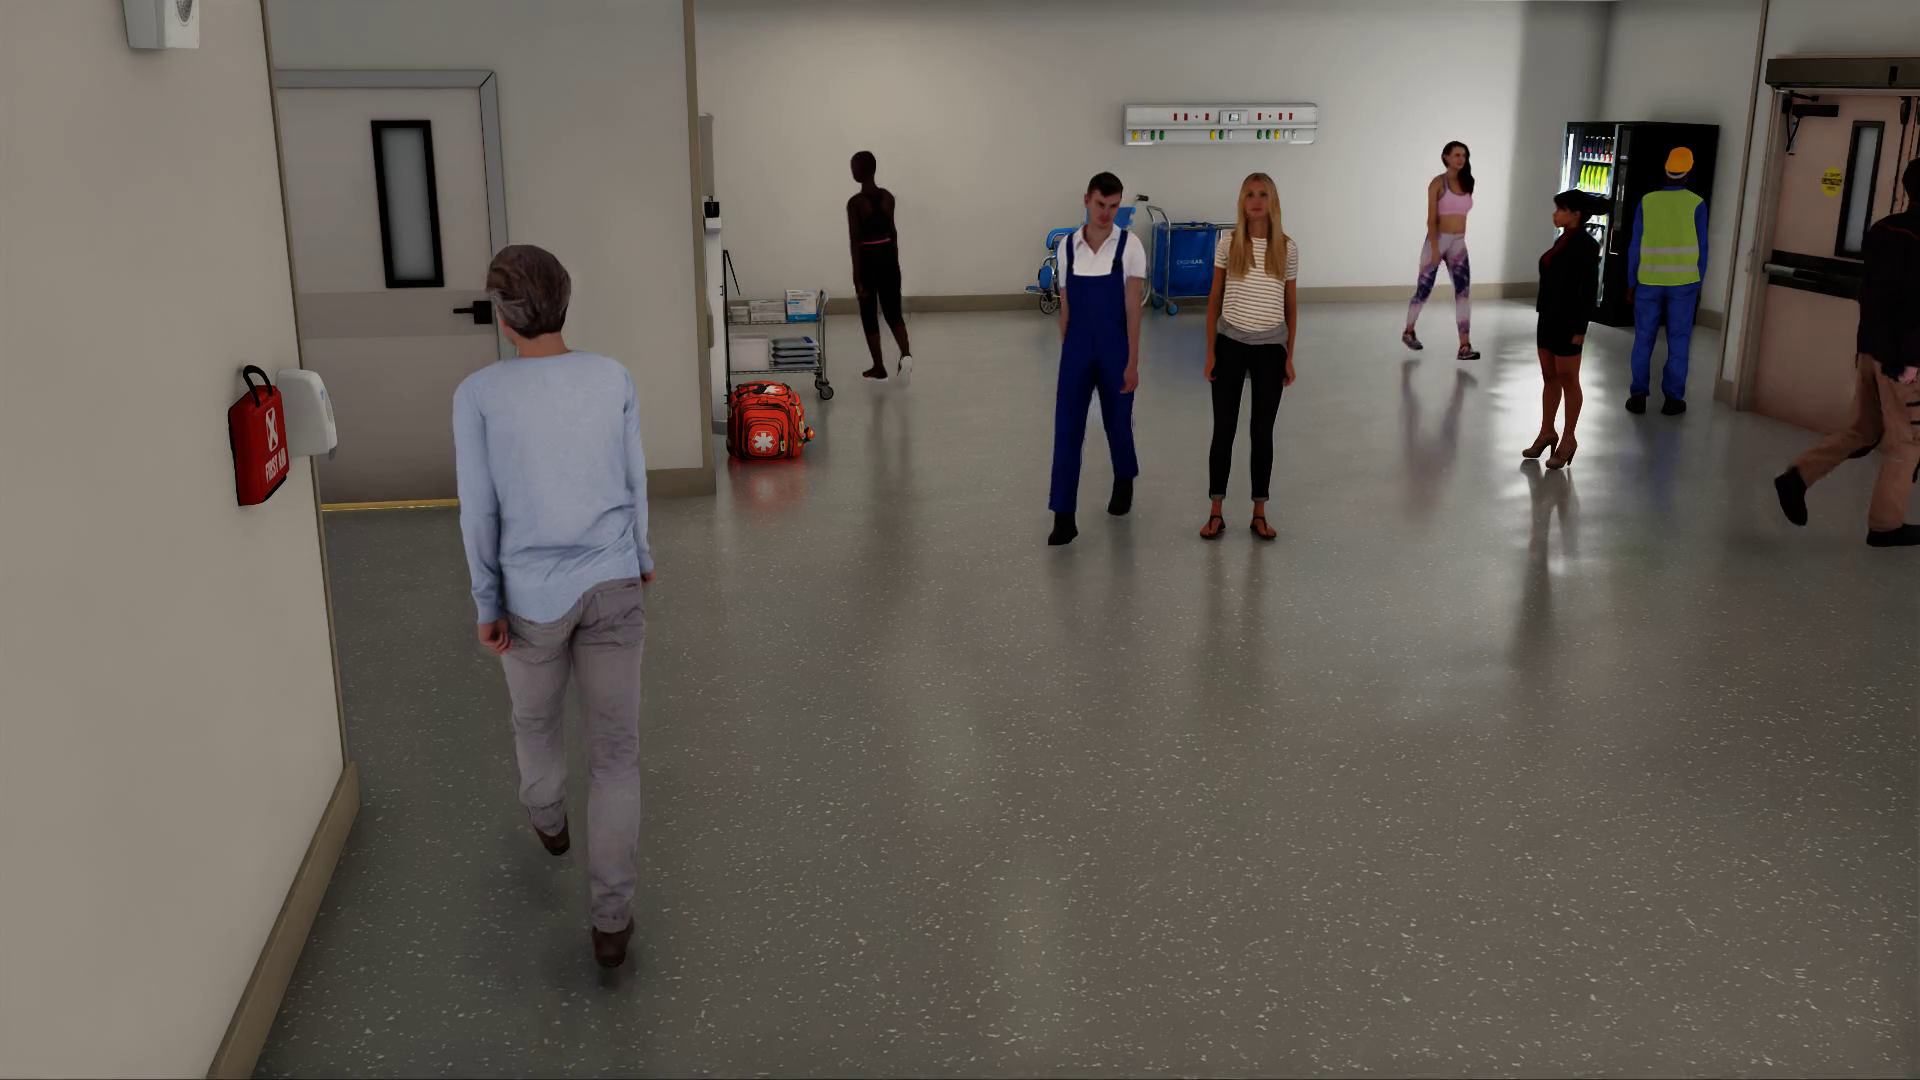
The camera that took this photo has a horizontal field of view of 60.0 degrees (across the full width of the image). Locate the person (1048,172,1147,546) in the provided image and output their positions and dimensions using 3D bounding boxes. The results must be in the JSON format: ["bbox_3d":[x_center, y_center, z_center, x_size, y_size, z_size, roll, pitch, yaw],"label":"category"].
[{"bbox_3d":[0.743,-0.925,8.439,0.957,1.801,1.316,4,16,14],"label":"person"}]

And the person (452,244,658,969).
[{"bbox_3d":[-1.002,0.215,4.330,0.757,1.836,1.214,-4,16,-15],"label":"person"}]

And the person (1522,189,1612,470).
[{"bbox_3d":[3.586,-1.256,9.910,0.624,1.640,0.532,-2,16,-9],"label":"person"}]

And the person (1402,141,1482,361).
[{"bbox_3d":[3.909,-2.347,13.629,0.679,1.721,1.223,-5,16,-17],"label":"person"}]

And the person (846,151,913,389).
[{"bbox_3d":[-0.583,-1.937,12.173,0.853,1.723,1.158,-7,17,-24],"label":"person"}]

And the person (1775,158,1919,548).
[{"bbox_3d":[4.468,-0.891,8.123,0.798,1.906,0.959,-1,16,-4],"label":"person"}]

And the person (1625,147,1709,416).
[{"bbox_3d":[4.859,-1.780,11.450,0.759,1.812,0.776,7,17,23],"label":"person"}]

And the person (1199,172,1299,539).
[{"bbox_3d":[1.456,-0.922,8.381,0.660,1.826,0.618,2,16,5],"label":"person"}]
